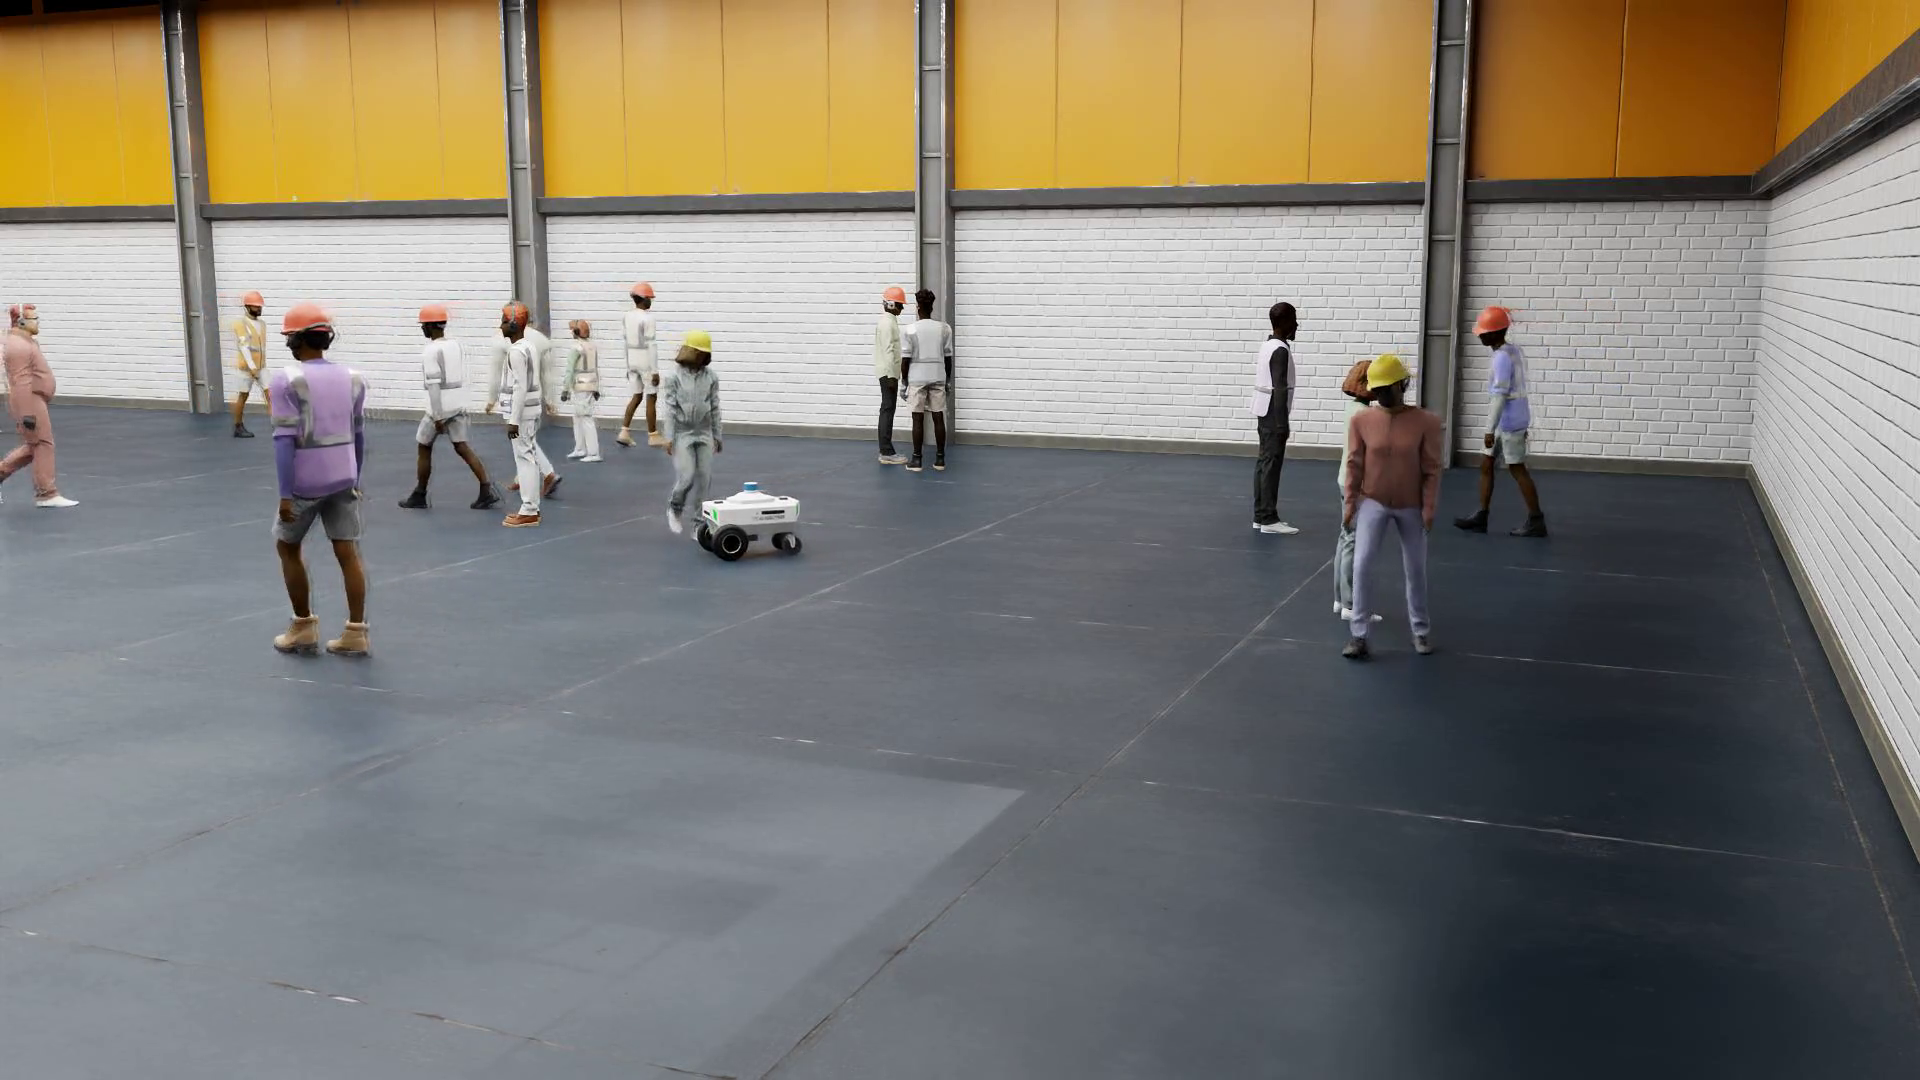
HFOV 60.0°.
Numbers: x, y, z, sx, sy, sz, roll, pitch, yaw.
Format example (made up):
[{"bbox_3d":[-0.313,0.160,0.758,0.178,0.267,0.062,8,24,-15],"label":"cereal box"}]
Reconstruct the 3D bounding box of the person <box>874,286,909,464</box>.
[{"bbox_3d":[-0.770,-1.855,18.736,0.390,1.990,0.610,-1,9,-4],"label":"person"}]

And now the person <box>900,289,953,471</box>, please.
[{"bbox_3d":[-0.370,-1.725,18.021,0.603,1.966,0.367,-3,10,-20],"label":"person"}]

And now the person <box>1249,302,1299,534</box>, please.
[{"bbox_3d":[2.621,-1.018,13.883,0.399,1.920,0.589,0,9,0],"label":"person"}]

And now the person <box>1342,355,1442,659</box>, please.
[{"bbox_3d":[2.428,-0.179,9.388,0.536,1.716,0.629,3,10,19],"label":"person"}]

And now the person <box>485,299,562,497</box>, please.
[{"bbox_3d":[-4.163,-1.357,16.008,0.901,1.914,0.623,6,11,33],"label":"person"}]

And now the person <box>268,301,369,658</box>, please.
[{"bbox_3d":[-3.680,-0.338,9.460,0.774,2.012,0.635,6,11,32],"label":"person"}]

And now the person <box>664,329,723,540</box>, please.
[{"bbox_3d":[-2.147,-0.831,13.320,0.513,1.717,0.466,-7,12,-36],"label":"person"}]

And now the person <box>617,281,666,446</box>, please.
[{"bbox_3d":[-3.904,-2.143,20.383,0.626,2.047,0.527,9,13,43],"label":"person"}]

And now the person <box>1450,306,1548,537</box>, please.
[{"bbox_3d":[4.426,-0.960,13.607,0.883,1.882,0.560,3,10,16],"label":"person"}]

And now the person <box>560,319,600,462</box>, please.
[{"bbox_3d":[-4.344,-1.683,18.830,0.624,1.619,0.518,2,10,13],"label":"person"}]

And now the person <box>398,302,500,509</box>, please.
[{"bbox_3d":[-4.665,-1.208,15.123,0.962,1.898,0.541,3,10,20],"label":"person"}]

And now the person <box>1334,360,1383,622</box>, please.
[{"bbox_3d":[2.521,-0.313,10.469,0.278,1.634,0.498,1,9,4],"label":"person"}]

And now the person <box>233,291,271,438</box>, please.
[{"bbox_3d":[-8.988,-2.231,21.321,1.001,1.879,0.548,4,10,22],"label":"person"}]

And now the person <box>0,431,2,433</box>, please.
[{"bbox_3d":[-12.958,-2.198,21.867,0.514,1.641,0.315,1,9,4],"label":"person"}]

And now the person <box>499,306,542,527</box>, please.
[{"bbox_3d":[-3.757,-1.051,14.195,0.355,1.882,0.575,-1,9,-7],"label":"person"}]

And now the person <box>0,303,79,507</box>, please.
[{"bbox_3d":[-8.559,-1.216,15.183,0.709,1.887,0.650,-5,11,-27],"label":"person"}]

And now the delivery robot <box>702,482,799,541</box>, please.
[{"bbox_3d":[-1.599,-0.199,12.756,0.707,0.478,0.477,-4,10,-24],"label":"delivery robot"}]
